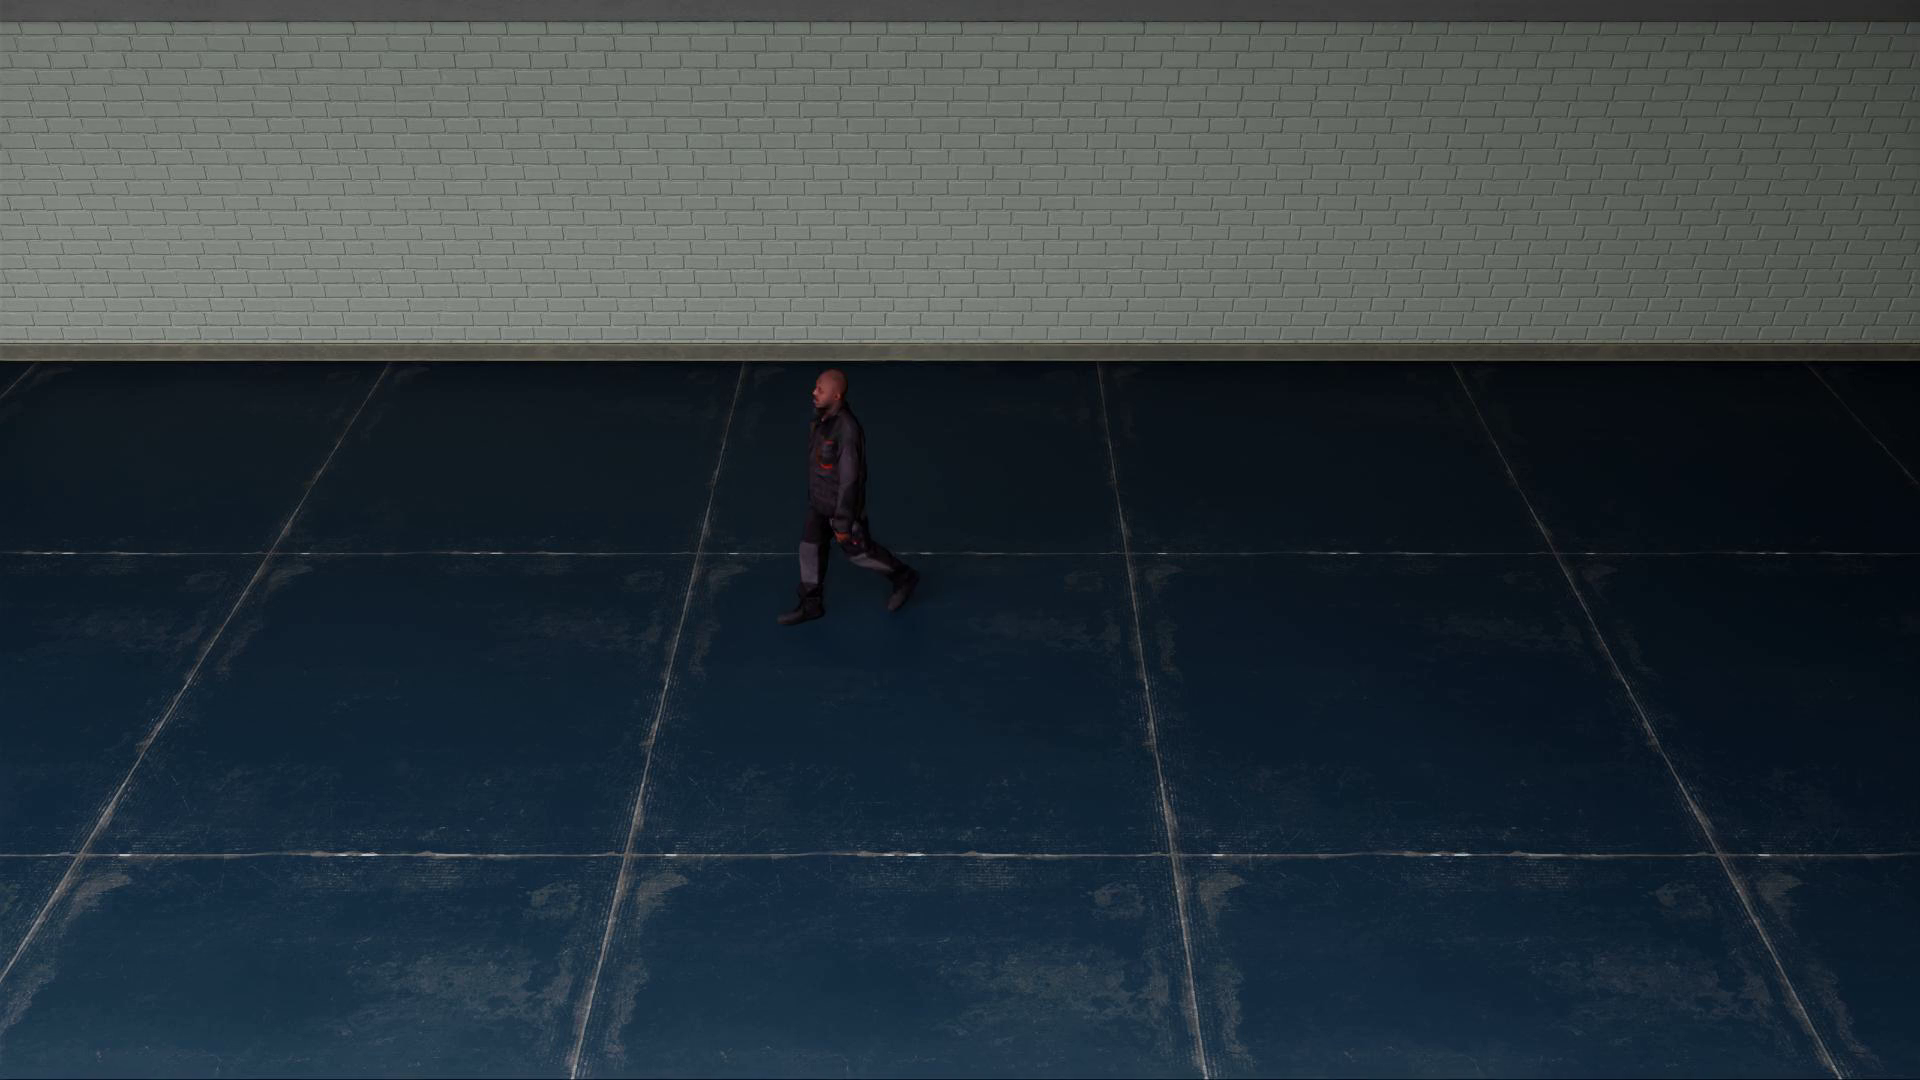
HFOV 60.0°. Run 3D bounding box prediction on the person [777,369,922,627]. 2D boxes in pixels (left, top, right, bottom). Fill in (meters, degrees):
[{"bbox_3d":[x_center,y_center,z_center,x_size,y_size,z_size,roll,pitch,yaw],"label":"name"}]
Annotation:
[{"bbox_3d":[-0.662,-0.279,10.541,1.132,1.815,1.261,-16,36,-23],"label":"person"}]
